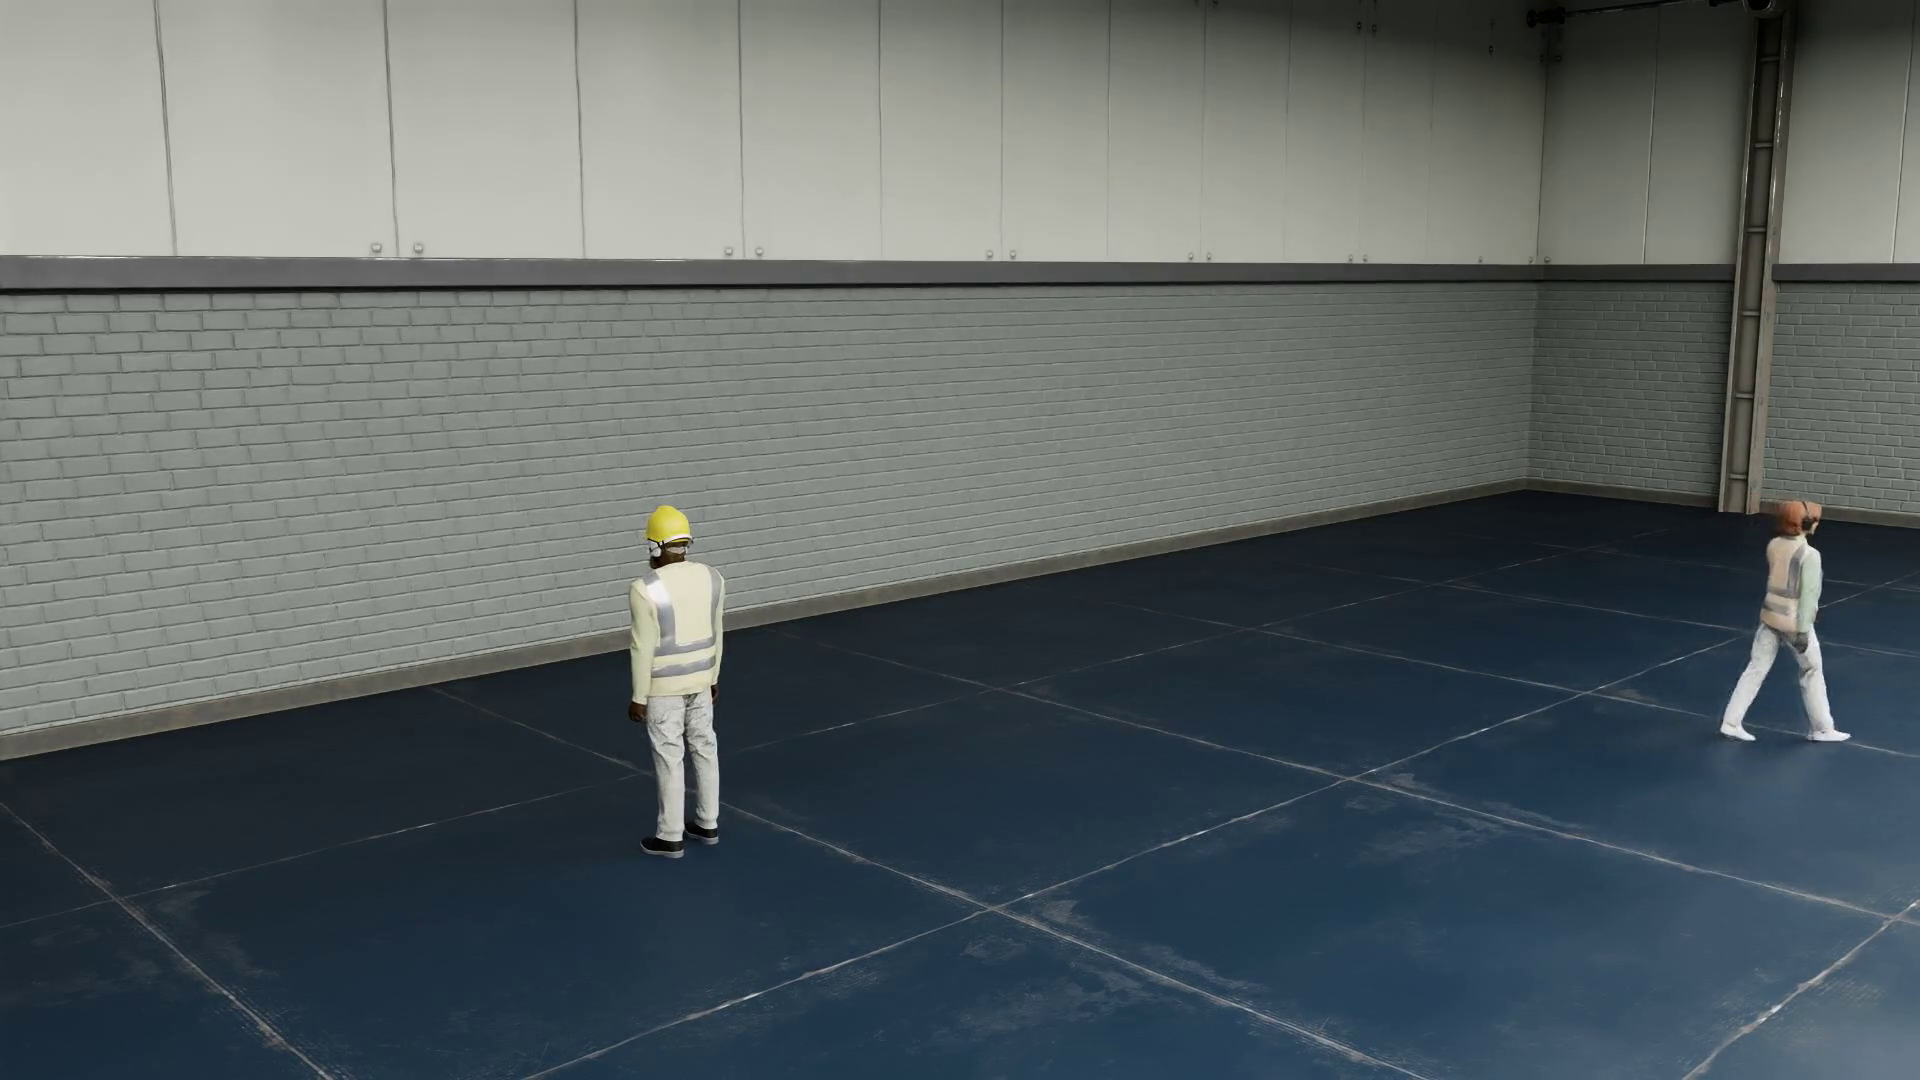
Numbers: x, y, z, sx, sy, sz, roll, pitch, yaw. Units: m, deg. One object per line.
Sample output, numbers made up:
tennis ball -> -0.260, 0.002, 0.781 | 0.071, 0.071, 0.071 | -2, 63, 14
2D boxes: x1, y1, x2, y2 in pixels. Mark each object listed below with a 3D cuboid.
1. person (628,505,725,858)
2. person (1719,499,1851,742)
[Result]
person -> -1.489, 0.733, 8.661 | 0.404, 1.834, 0.592 | 8, 12, 41
person -> 5.311, 0.529, 10.667 | 0.847, 1.595, 0.529 | -1, 9, -9
